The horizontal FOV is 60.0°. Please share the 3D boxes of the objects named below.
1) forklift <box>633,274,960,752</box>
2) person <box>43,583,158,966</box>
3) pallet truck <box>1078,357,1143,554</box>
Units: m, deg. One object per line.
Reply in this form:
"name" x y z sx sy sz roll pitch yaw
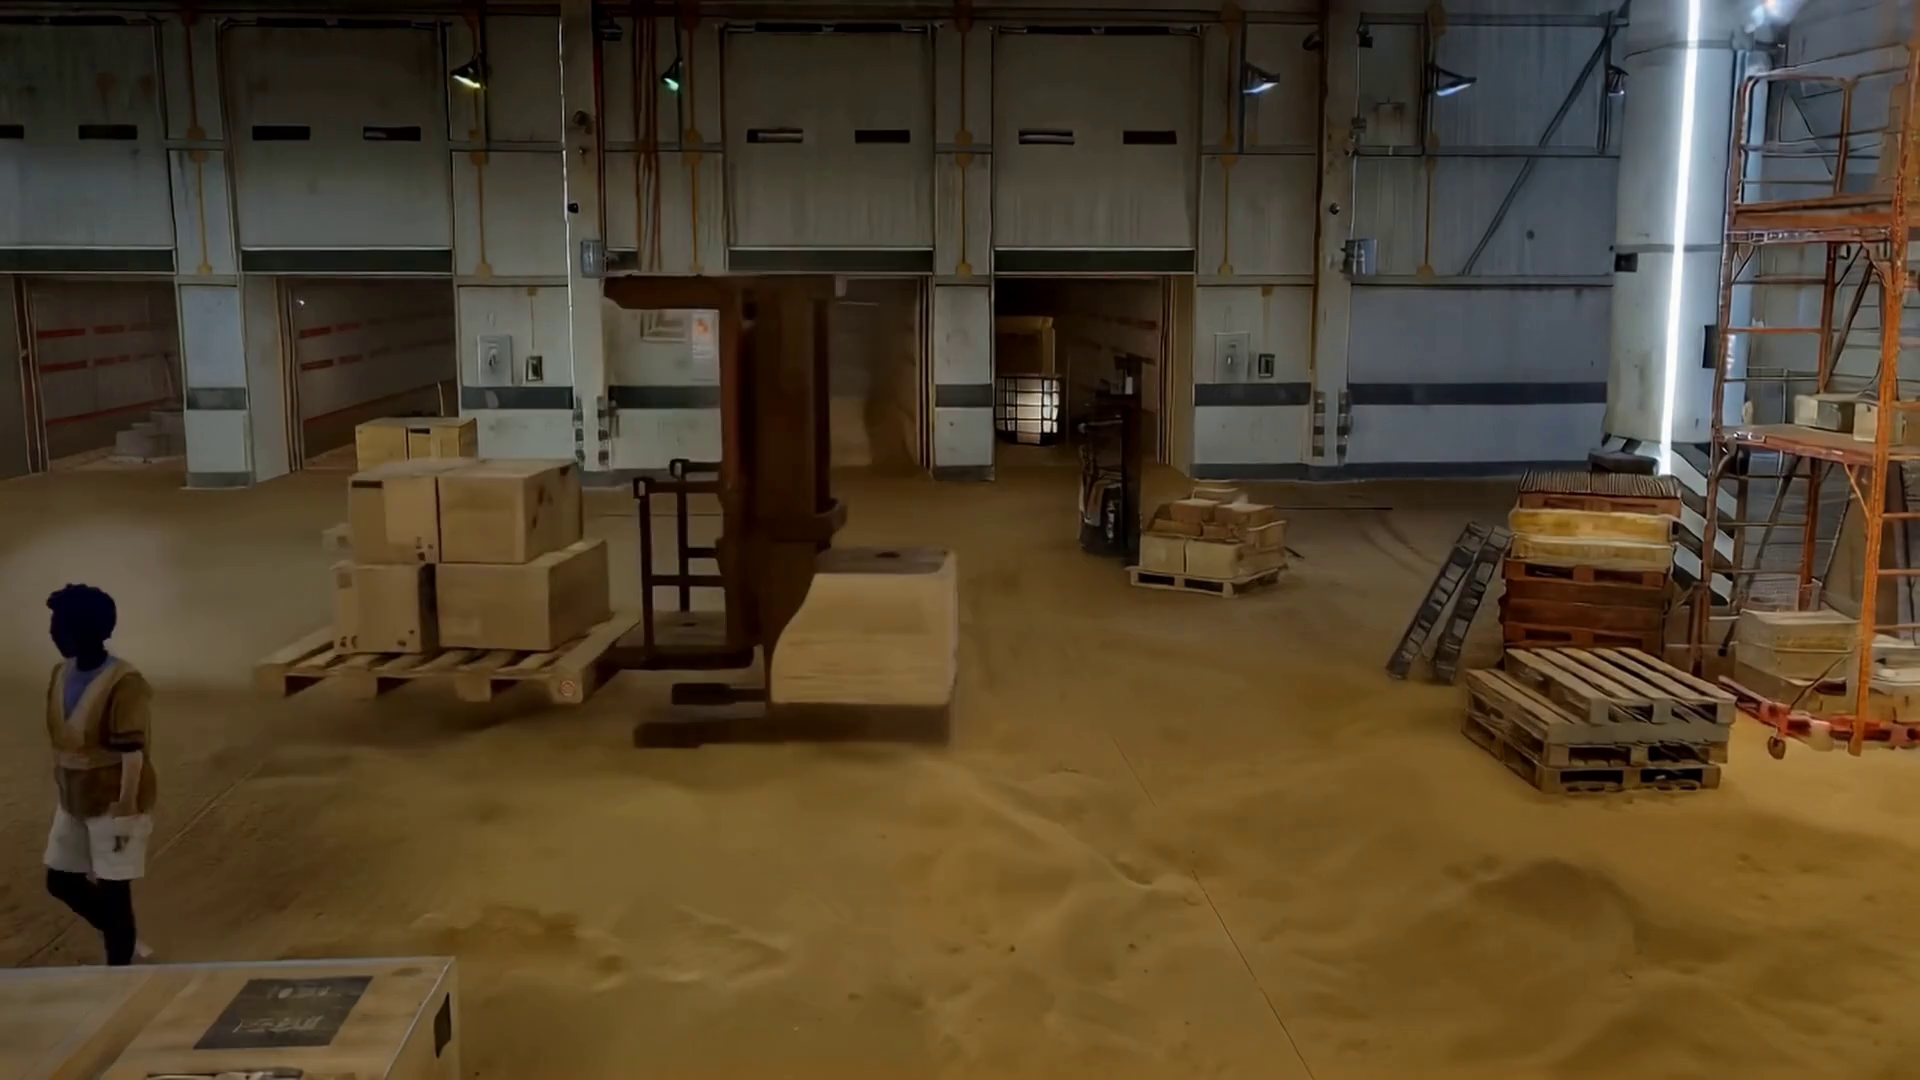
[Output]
"forklift" -0.959 -0.213 10.086 1.873 2.768 1.129 0 9 3
"person" -3.240 0.993 6.230 0.554 1.686 0.412 5 10 28
"pallet truck" 2.088 -0.836 16.757 1.885 1.965 0.823 2 9 13
